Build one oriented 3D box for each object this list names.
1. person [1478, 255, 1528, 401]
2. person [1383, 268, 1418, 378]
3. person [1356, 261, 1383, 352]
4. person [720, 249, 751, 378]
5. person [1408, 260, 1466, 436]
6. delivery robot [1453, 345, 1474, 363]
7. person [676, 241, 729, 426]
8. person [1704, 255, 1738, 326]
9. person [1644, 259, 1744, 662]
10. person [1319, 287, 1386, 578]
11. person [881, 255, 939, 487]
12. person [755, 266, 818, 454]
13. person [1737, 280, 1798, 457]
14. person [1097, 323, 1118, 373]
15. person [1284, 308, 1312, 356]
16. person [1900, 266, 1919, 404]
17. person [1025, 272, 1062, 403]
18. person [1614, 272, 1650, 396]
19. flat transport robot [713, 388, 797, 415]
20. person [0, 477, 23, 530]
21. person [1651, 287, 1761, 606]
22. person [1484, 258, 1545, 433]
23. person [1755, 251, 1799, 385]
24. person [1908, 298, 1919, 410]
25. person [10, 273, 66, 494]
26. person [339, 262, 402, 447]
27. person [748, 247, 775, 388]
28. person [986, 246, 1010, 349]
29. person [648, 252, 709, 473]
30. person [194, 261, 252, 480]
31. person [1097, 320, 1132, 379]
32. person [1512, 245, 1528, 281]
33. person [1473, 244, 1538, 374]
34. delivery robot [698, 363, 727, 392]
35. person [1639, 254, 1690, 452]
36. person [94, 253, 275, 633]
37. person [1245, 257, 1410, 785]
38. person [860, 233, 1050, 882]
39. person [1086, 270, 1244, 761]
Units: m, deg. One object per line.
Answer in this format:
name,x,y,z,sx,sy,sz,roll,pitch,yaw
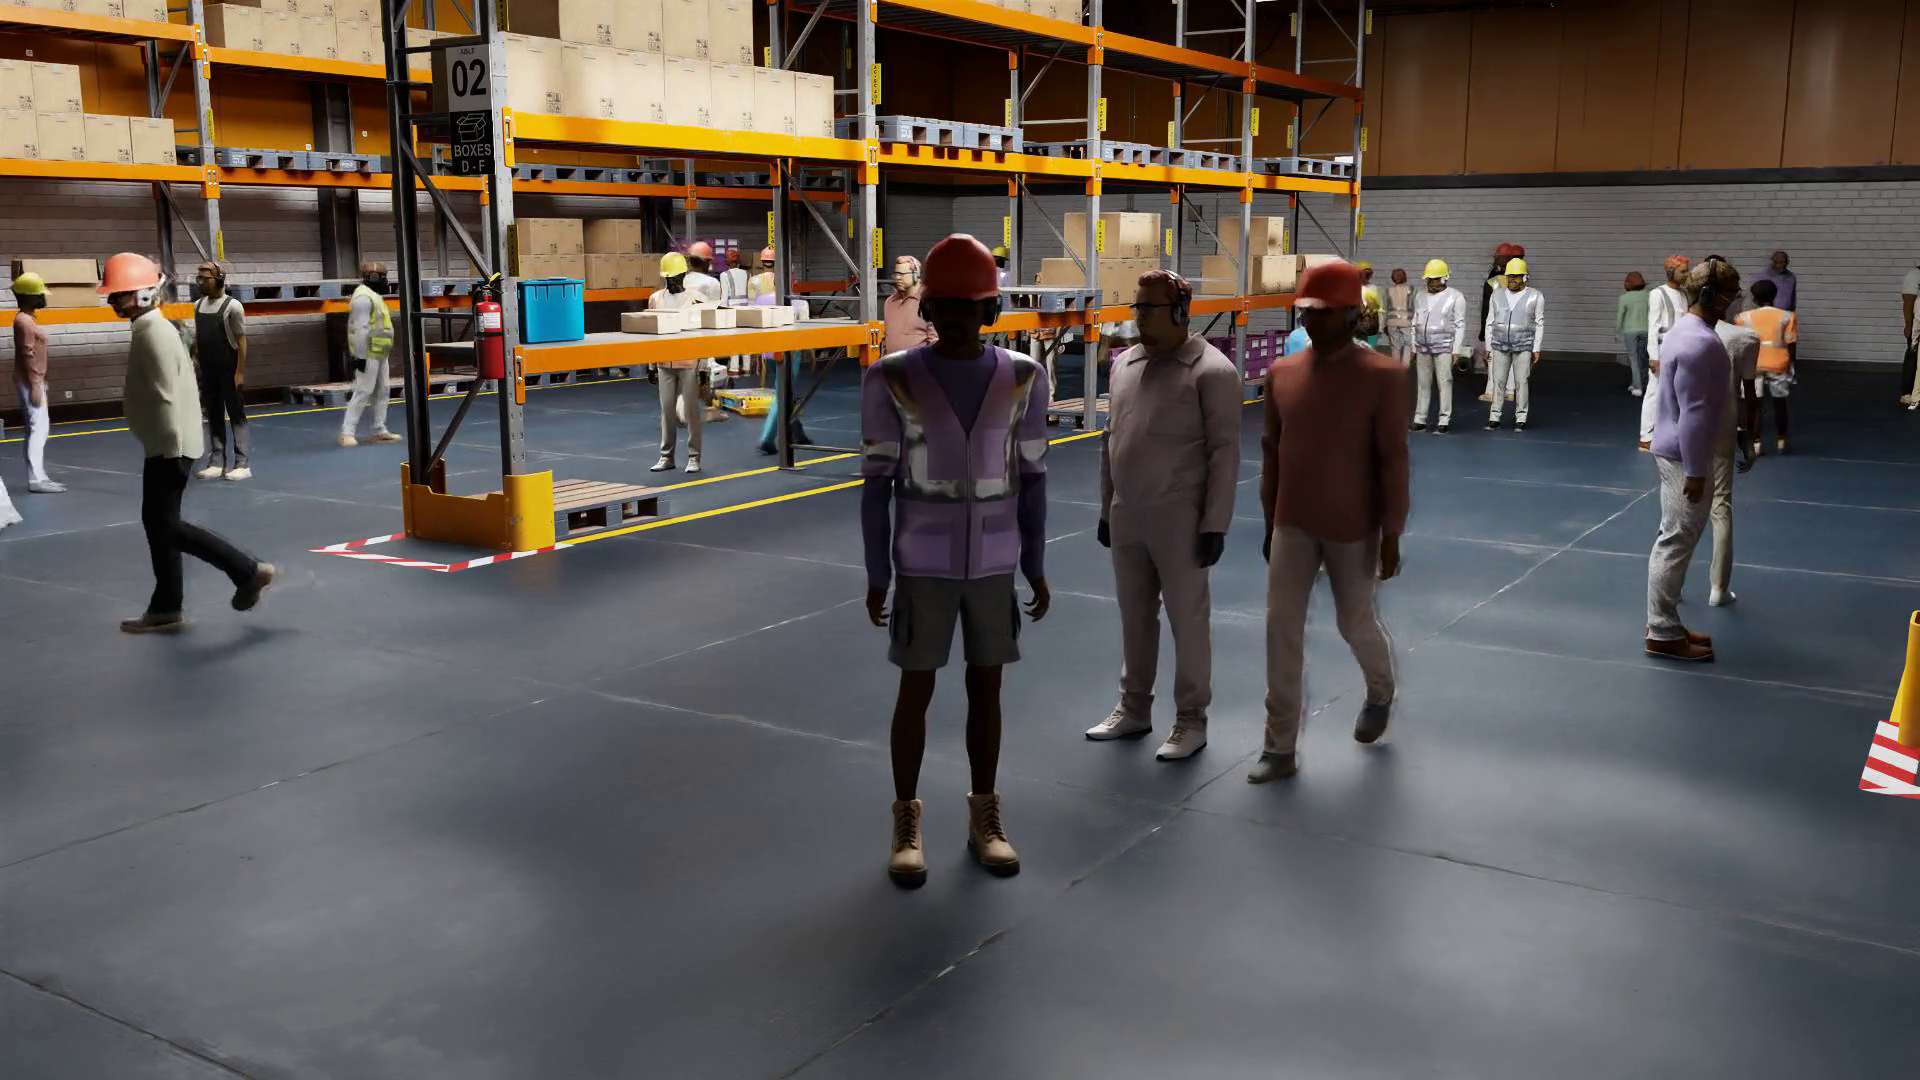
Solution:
person,6.803,-2.656,20.916,0.621,1.838,0.429,-3,11,-17
person,6.255,-3.039,23.612,0.544,1.617,0.357,5,11,25
person,5.323,-2.792,21.921,0.537,1.751,0.401,-3,11,-17
person,-3.313,-3.331,24.524,0.360,1.884,0.574,9,13,40
person,4.943,-1.997,17.307,0.404,1.819,0.592,-9,14,-42
delivery robot,7.433,-2.846,25.256,0.707,0.478,0.477,4,11,20
person,-2.875,-2.245,18.166,0.620,2.014,0.930,7,12,33
person,7.913,-2.012,17.266,0.386,1.868,0.783,1,10,6
person,3.533,-0.382,8.055,0.362,1.936,0.632,4,11,21
person,2.380,-0.643,10.016,0.300,1.743,0.493,-2,11,-13
person,-0.411,-1.346,13.494,0.635,1.899,0.398,9,13,40
person,-1.679,-1.731,15.916,0.588,1.799,0.982,6,12,29
person,7.615,-1.631,15.752,0.546,1.648,0.809,5,11,24
person,2.183,-3.475,25.092,0.612,1.964,0.364,2,10,12
person,2.461,-0.927,11.733,0.319,1.692,0.533,-3,11,-16
person,12.028,-2.695,20.562,0.689,2.000,0.538,-2,10,-10
person,1.040,-2.511,20.659,0.512,1.638,0.312,7,12,33
person,8.818,-2.708,21.815,0.518,1.599,0.733,-1,10,-4
flat transport robot,-2.428,-1.649,19.672,0.652,0.197,1.431,-4,11,-23
person,-6.955,-0.992,11.479,0.814,1.919,0.583,10,14,44
person,4.137,-0.565,9.239,0.535,1.868,0.309,5,11,25
person,5.836,-2.050,17.565,0.602,1.830,0.404,6,12,32
person,11.423,-3.085,23.210,0.660,1.868,0.755,-1,10,-8
person,11.586,-2.345,19.753,0.505,1.632,0.269,7,12,33
person,-7.423,-1.250,13.361,0.333,1.758,0.552,-6,12,-29
person,-5.908,-1.839,16.497,0.577,1.814,0.664,-1,10,-6
person,-2.380,-2.701,20.885,0.548,1.937,0.358,-2,10,-9
person,0.586,-3.454,25.090,0.586,1.925,0.369,8,13,36
person,-2.467,-1.544,14.517,0.586,1.921,0.376,3,11,15
person,-6.265,-1.425,14.072,0.507,1.846,0.345,3,11,18
person,2.243,-3.268,24.223,0.536,1.867,0.990,8,13,37
person,9.021,-3.818,27.073,0.373,1.935,0.552,7,12,33
person,8.244,-3.462,25.041,0.962,1.950,0.647,1,10,8
delivery robot,-3.199,-2.089,21.065,0.477,0.478,0.707,2,10,9
person,6.756,-1.776,15.904,0.584,1.883,0.337,-9,13,-40
person,-3.999,-0.489,8.558,0.674,1.964,0.625,-5,11,-24
person,1.444,-0.086,6.353,0.625,1.975,0.894,8,13,38
person,-0.001,0.070,5.243,0.611,2.040,0.393,-2,11,-13
person,0.779,-0.099,6.551,0.409,1.906,0.652,-9,14,-41
